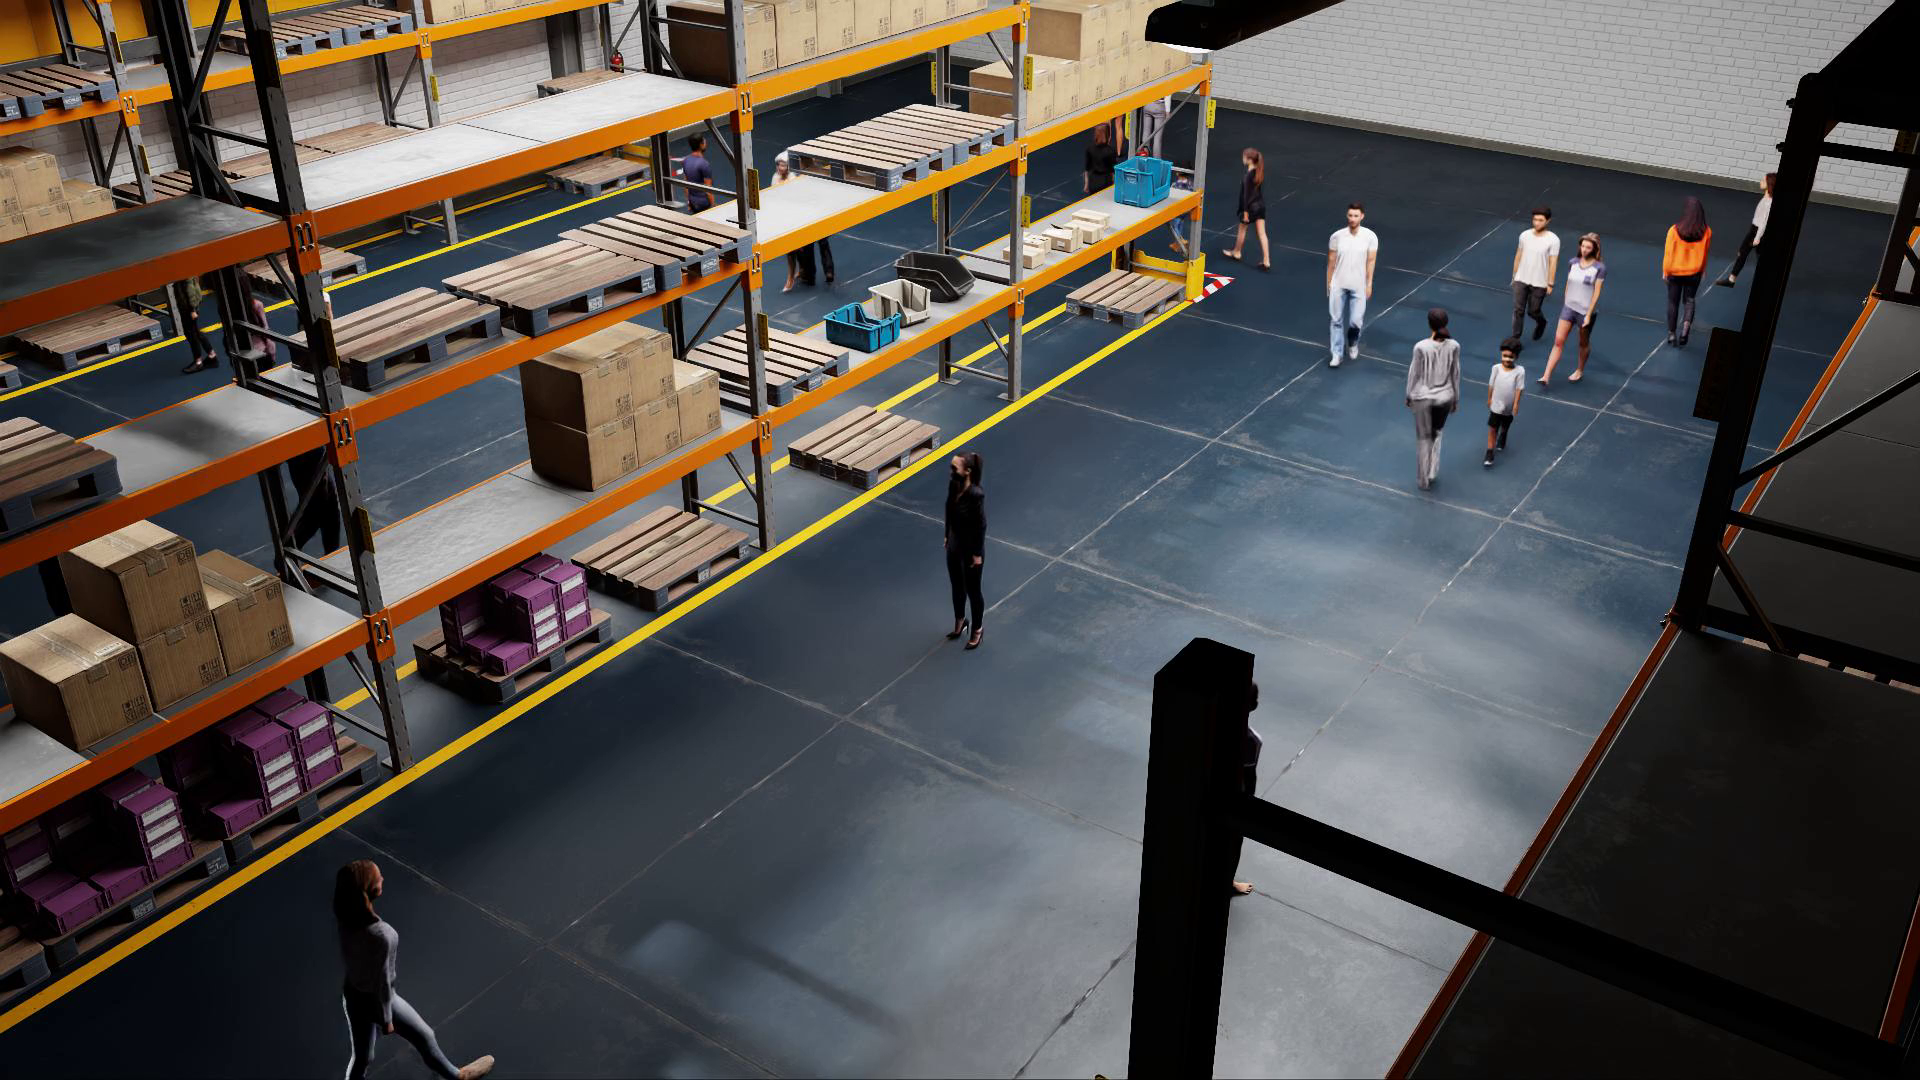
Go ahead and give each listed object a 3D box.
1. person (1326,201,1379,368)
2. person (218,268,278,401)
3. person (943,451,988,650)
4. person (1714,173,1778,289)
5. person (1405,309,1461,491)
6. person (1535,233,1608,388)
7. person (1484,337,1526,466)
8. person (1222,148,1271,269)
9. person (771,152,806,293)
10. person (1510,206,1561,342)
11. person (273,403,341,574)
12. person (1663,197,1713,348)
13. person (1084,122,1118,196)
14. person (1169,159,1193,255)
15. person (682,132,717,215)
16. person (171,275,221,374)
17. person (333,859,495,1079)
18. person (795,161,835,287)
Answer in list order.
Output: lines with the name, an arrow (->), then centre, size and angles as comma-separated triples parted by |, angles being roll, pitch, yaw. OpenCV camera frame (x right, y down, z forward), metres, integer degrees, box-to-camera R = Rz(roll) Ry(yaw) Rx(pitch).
person -> 4.282, -2.819, 18.228 | 0.754, 1.851, 0.814 | 11, 31, 20
person -> -6.962, -1.740, 16.320 | 1.058, 1.784, 1.123 | -4, 29, -8
person -> 0.037, 0.077, 13.064 | 0.581, 1.711, 0.631 | -20, 35, -32
person -> 9.839, -3.723, 20.302 | 0.865, 1.452, 0.984 | 6, 29, 11
person -> 4.409, -1.263, 15.471 | 0.762, 1.759, 0.798 | 2, 29, 4
person -> 6.655, -2.442, 17.710 | 1.090, 1.685, 0.746 | -24, 37, -37
person -> 5.339, -1.396, 16.261 | 0.616, 1.235, 0.942 | 11, 30, 19
person -> 3.758, -4.172, 21.060 | 1.039, 1.513, 0.856 | -20, 35, -32
person -> -2.049, -3.904, 20.353 | 0.853, 1.721, 0.813 | -16, 33, -27
person -> 6.435, -2.933, 18.591 | 0.712, 1.703, 0.914 | 24, 37, 37
person -> -5.493, -0.459, 13.911 | 0.686, 1.842, 0.917 | 17, 33, 29
person -> 8.109, -2.946, 18.587 | 0.810, 1.730, 0.895 | 6, 29, 11
person -> 1.776, -4.525, 21.520 | 0.593, 1.693, 0.625 | 21, 35, 33
person -> 2.877, -4.310, 21.600 | 0.730, 1.239, 0.735 | -15, 32, -25
person -> -3.294, -4.182, 20.805 | 0.762, 1.776, 1.023 | 25, 38, 38
person -> -8.386, -2.555, 18.139 | 0.746, 1.472, 0.709 | -16, 32, -27
person -> -3.133, 2.450, 8.667 | 0.714, 1.758, 1.095 | 23, 36, 36
person -> -1.772, -3.941, 20.351 | 0.898, 1.788, 0.951 | -14, 31, -23
